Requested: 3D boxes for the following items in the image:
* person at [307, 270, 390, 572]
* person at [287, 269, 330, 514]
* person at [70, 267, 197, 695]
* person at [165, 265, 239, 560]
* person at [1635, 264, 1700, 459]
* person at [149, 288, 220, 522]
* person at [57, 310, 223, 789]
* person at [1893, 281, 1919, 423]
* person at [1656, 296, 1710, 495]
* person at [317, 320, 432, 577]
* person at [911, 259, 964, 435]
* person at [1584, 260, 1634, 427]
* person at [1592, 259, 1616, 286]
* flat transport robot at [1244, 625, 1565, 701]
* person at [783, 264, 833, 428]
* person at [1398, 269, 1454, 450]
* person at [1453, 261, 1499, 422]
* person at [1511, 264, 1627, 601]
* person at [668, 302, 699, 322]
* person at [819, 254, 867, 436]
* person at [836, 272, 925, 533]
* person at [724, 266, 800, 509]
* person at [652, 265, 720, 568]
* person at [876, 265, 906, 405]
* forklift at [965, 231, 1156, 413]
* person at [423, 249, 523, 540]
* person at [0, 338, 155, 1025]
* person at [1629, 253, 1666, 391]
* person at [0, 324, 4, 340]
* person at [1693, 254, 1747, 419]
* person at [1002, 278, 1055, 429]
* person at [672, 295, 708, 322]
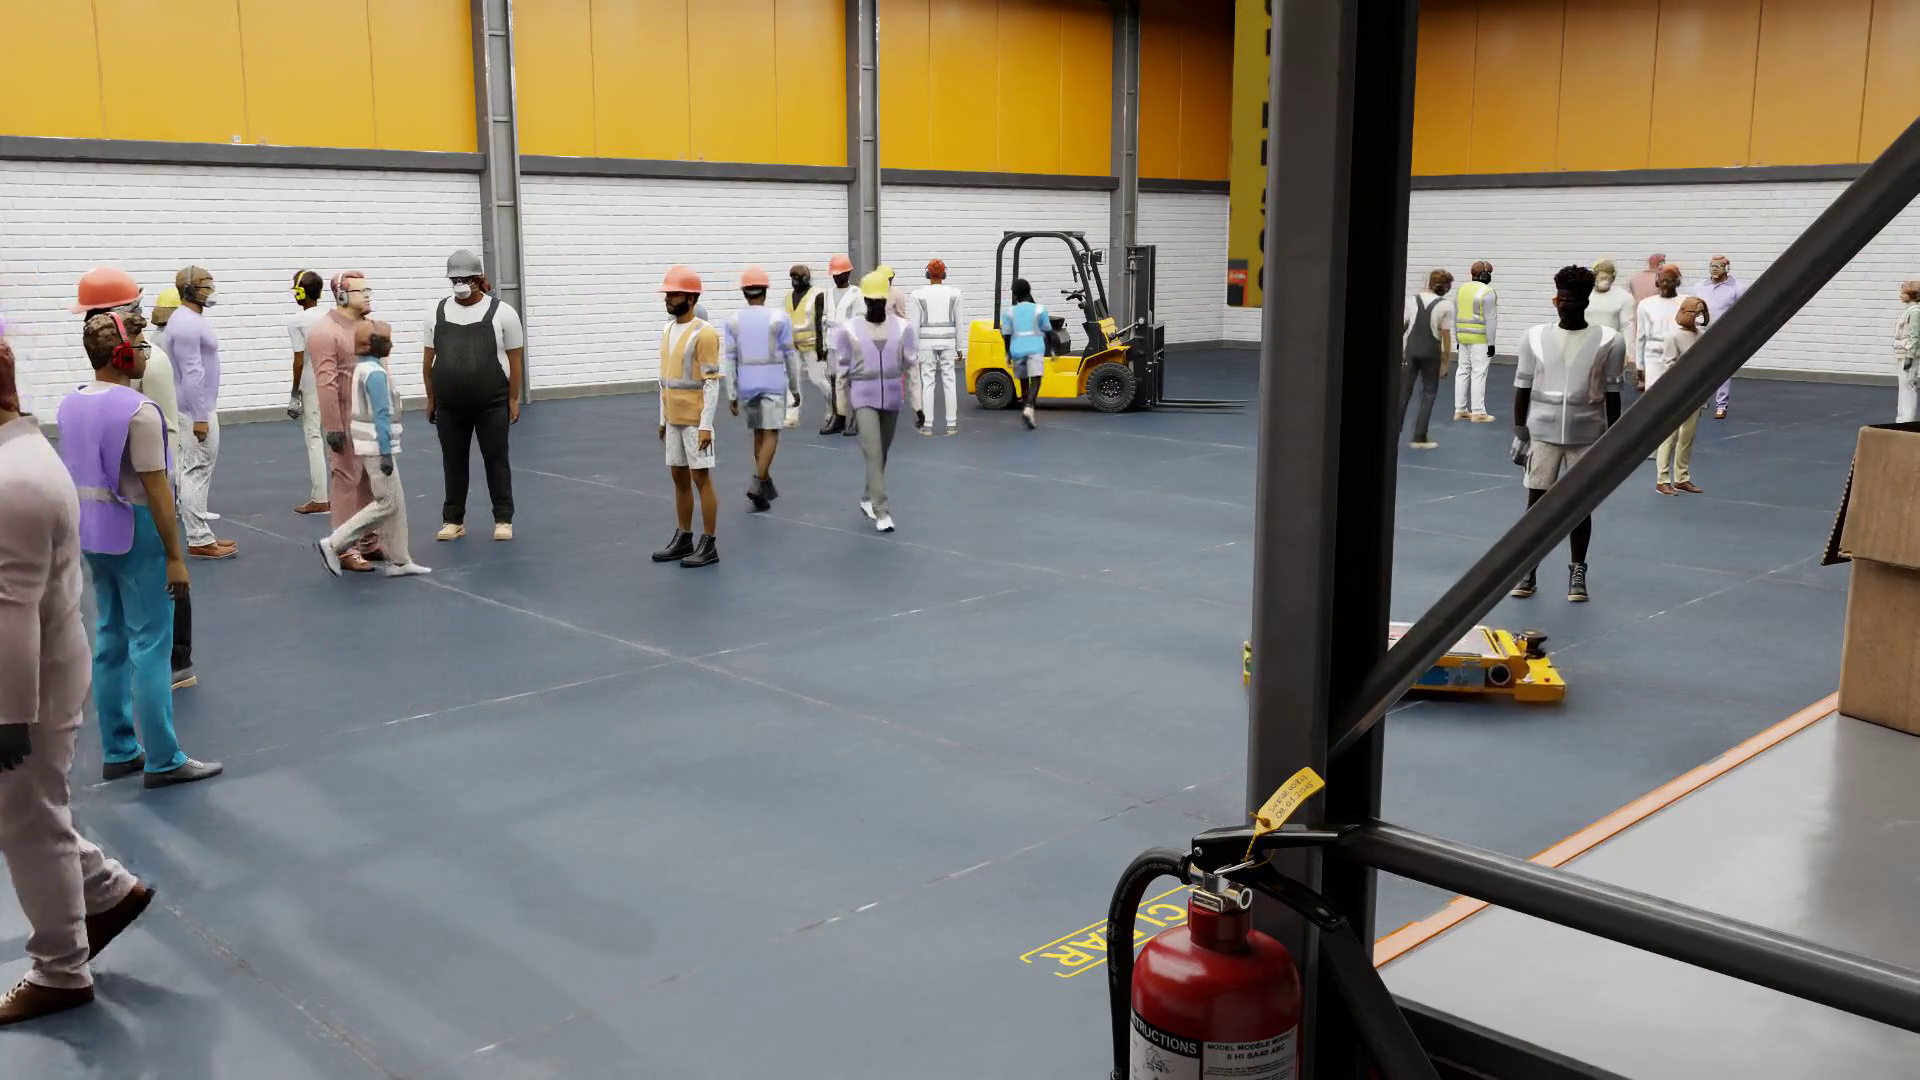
[{"bbox_3d":[-3.849,-0.765,10.673,0.409,1.913,0.642,3,11,14],"label":"person"},{"bbox_3d":[-4.953,-1.132,12.779,0.328,1.875,0.513,4,11,23],"label":"person"},{"bbox_3d":[-3.858,-0.269,7.759,0.608,1.986,0.391,9,14,41],"label":"person"},{"bbox_3d":[-5.037,-0.840,11.003,0.352,1.937,0.635,-4,11,-23],"label":"person"},{"bbox_3d":[6.809,-1.727,16.038,0.578,1.866,0.802,5,11,25],"label":"person"},{"bbox_3d":[-5.846,-1.009,12.463,0.484,1.743,0.300,8,13,37],"label":"person"},{"bbox_3d":[-3.218,0.046,6.425,0.567,1.847,0.389,6,12,29],"label":"person"},{"bbox_3d":[10.241,-1.968,17.979,0.310,1.636,0.523,4,11,21],"label":"person"},{"bbox_3d":[5.989,-1.187,13.728,0.507,1.632,0.273,-5,12,-26],"label":"person"},{"bbox_3d":[-3.630,-0.542,10.233,0.609,1.617,0.530,-5,11,-24],"label":"person"},{"bbox_3d":[-0.247,-2.058,17.800,0.574,1.883,0.355,-2,11,-8],"label":"person"},{"bbox_3d":[6.449,-1.876,16.806,0.626,1.888,0.989,4,11,20],"label":"person"},{"bbox_3d":[8.084,-2.630,21.051,0.404,1.835,0.588,-2,11,-10],"label":"person"},{"bbox_3d":[2.085,0.557,7.936,1.431,0.197,0.652,2,11,10],"label":"flat transport robot"},{"bbox_3d":[-1.692,-2.175,18.624,0.621,1.818,0.832,7,12,32],"label":"person"},{"bbox_3d":[4.544,-1.790,16.566,0.696,1.800,0.428,7,13,34],"label":"person"},{"bbox_3d":[5.938,-2.277,19.105,0.429,1.841,0.633,-5,11,-23],"label":"person"},{"bbox_3d":[3.541,-0.619,9.726,0.609,1.963,0.367,5,11,24],"label":"person"},{"bbox_3d":[-3.315,-2.330,19.959,0.498,1.633,0.283,6,12,32],"label":"person"},{"bbox_3d":[-1.258,-2.071,17.738,0.543,1.931,0.371,6,12,30],"label":"person"},{"bbox_3d":[-0.600,-1.024,12.230,0.605,1.871,1.007,-4,11,-19],"label":"person"},{"bbox_3d":[-1.591,-1.195,13.103,0.569,1.897,0.917,2,11,11],"label":"person"},{"bbox_3d":[-1.775,-0.794,10.746,0.545,1.942,0.354,10,14,44],"label":"person"},{"bbox_3d":[-0.921,-2.544,20.794,0.533,1.758,0.332,8,13,39],"label":"person"},{"bbox_3d":[1.222,-2.721,20.561,2.313,2.155,1.214,2,11,13],"label":"forklift"},{"bbox_3d":[-3.415,-1.003,11.615,0.688,2.000,0.539,0,10,-2],"label":"person"},{"bbox_3d":[-2.555,0.380,4.490,0.442,1.893,0.646,-7,13,-34],"label":"person"},{"bbox_3d":[9.565,-2.997,22.904,0.634,1.883,0.685,-6,12,-30],"label":"person"},{"bbox_3d":[-7.238,-1.038,12.202,0.631,1.892,0.492,5,12,26],"label":"person"},{"bbox_3d":[8.810,-2.372,19.444,0.645,1.908,0.408,10,14,43],"label":"person"},{"bbox_3d":[0.736,-2.071,18.467,0.571,1.657,0.808,2,11,12],"label":"person"},{"bbox_3d":[-3.039,-2.098,18.699,0.501,1.631,0.287,6,12,30],"label":"person"}]
